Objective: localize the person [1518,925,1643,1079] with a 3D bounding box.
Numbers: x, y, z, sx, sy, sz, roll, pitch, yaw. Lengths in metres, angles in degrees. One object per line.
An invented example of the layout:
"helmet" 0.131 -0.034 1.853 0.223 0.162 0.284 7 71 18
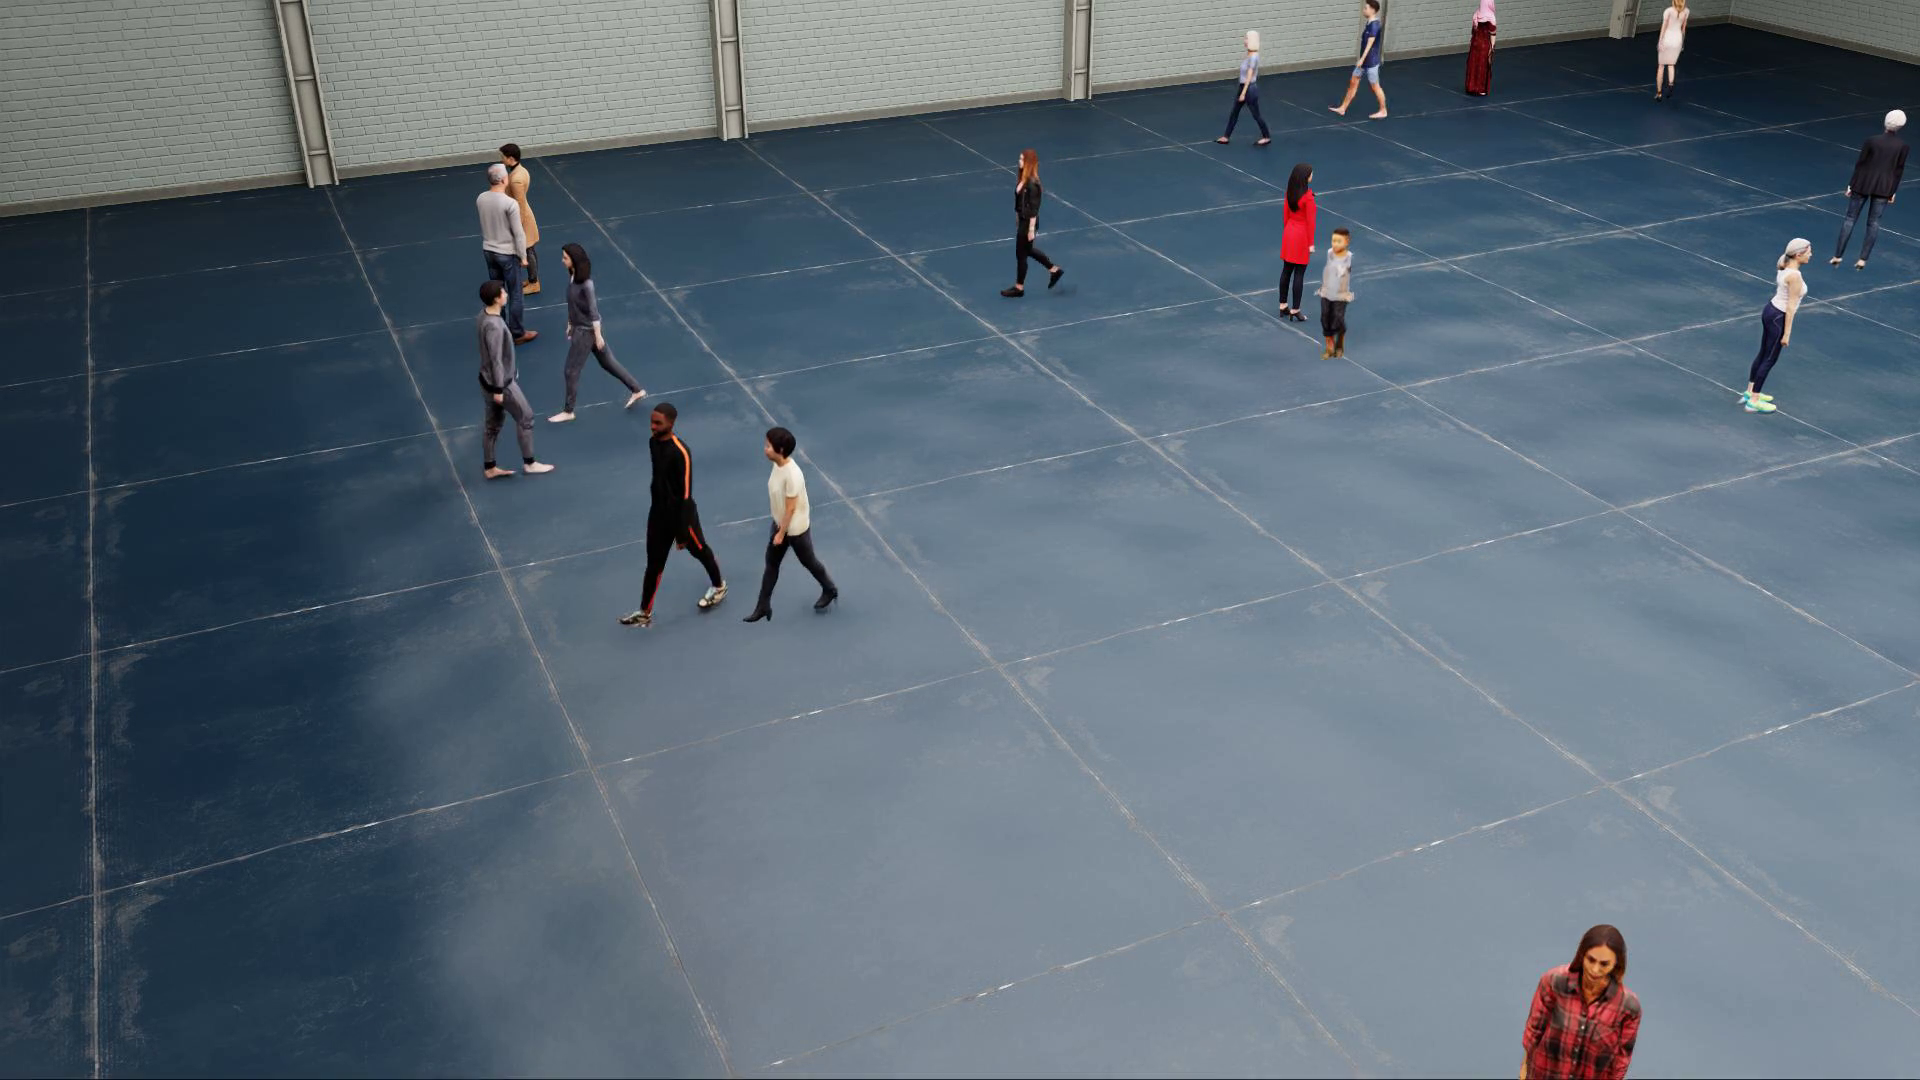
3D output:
"person" 2.773 2.423 7.546 0.700 1.703 0.742 13 31 22

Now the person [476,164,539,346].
"person" -4.821 -3.012 17.540 0.822 1.903 0.853 14 31 24

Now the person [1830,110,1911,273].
"person" 9.821 -3.795 17.971 0.825 1.783 0.780 13 31 22

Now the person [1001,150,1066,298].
"person" 0.856 -3.581 18.826 1.064 1.698 0.842 -2 28 -4

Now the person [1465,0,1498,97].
"person" 8.663 -8.213 27.589 0.639 1.638 0.688 -17 32 -28

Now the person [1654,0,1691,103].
"person" 11.569 -8.007 27.008 0.815 1.818 0.826 2 28 3

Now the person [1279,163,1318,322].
"person" 3.685 -3.258 18.167 0.635 1.748 0.637 -16 32 -27

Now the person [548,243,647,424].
"person" -3.430 -1.963 15.777 1.194 1.708 0.610 -11 30 -20

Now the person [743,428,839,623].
"person" -1.192 -0.098 12.449 1.015 1.543 0.631 -14 31 -25

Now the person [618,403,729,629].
"person" -2.047 -0.204 12.419 0.972 1.761 1.301 23 35 36

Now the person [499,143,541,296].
"person" -4.999 -3.679 18.977 0.697 1.728 0.702 -5 28 -9

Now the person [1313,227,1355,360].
"person" 3.924 -2.615 17.279 0.681 1.446 0.734 18 33 30

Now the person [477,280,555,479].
"person" -4.115 -1.372 14.541 0.846 1.826 0.750 -17 32 -28

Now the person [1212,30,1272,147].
"person" 4.347 -6.614 24.541 1.185 1.680 0.910 0 28 1

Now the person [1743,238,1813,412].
"person" 7.865 -2.090 16.022 0.702 1.701 0.673 4 28 7

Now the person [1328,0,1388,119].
"person" 6.489 -7.477 26.040 1.232 1.794 0.912 -1 28 -2
